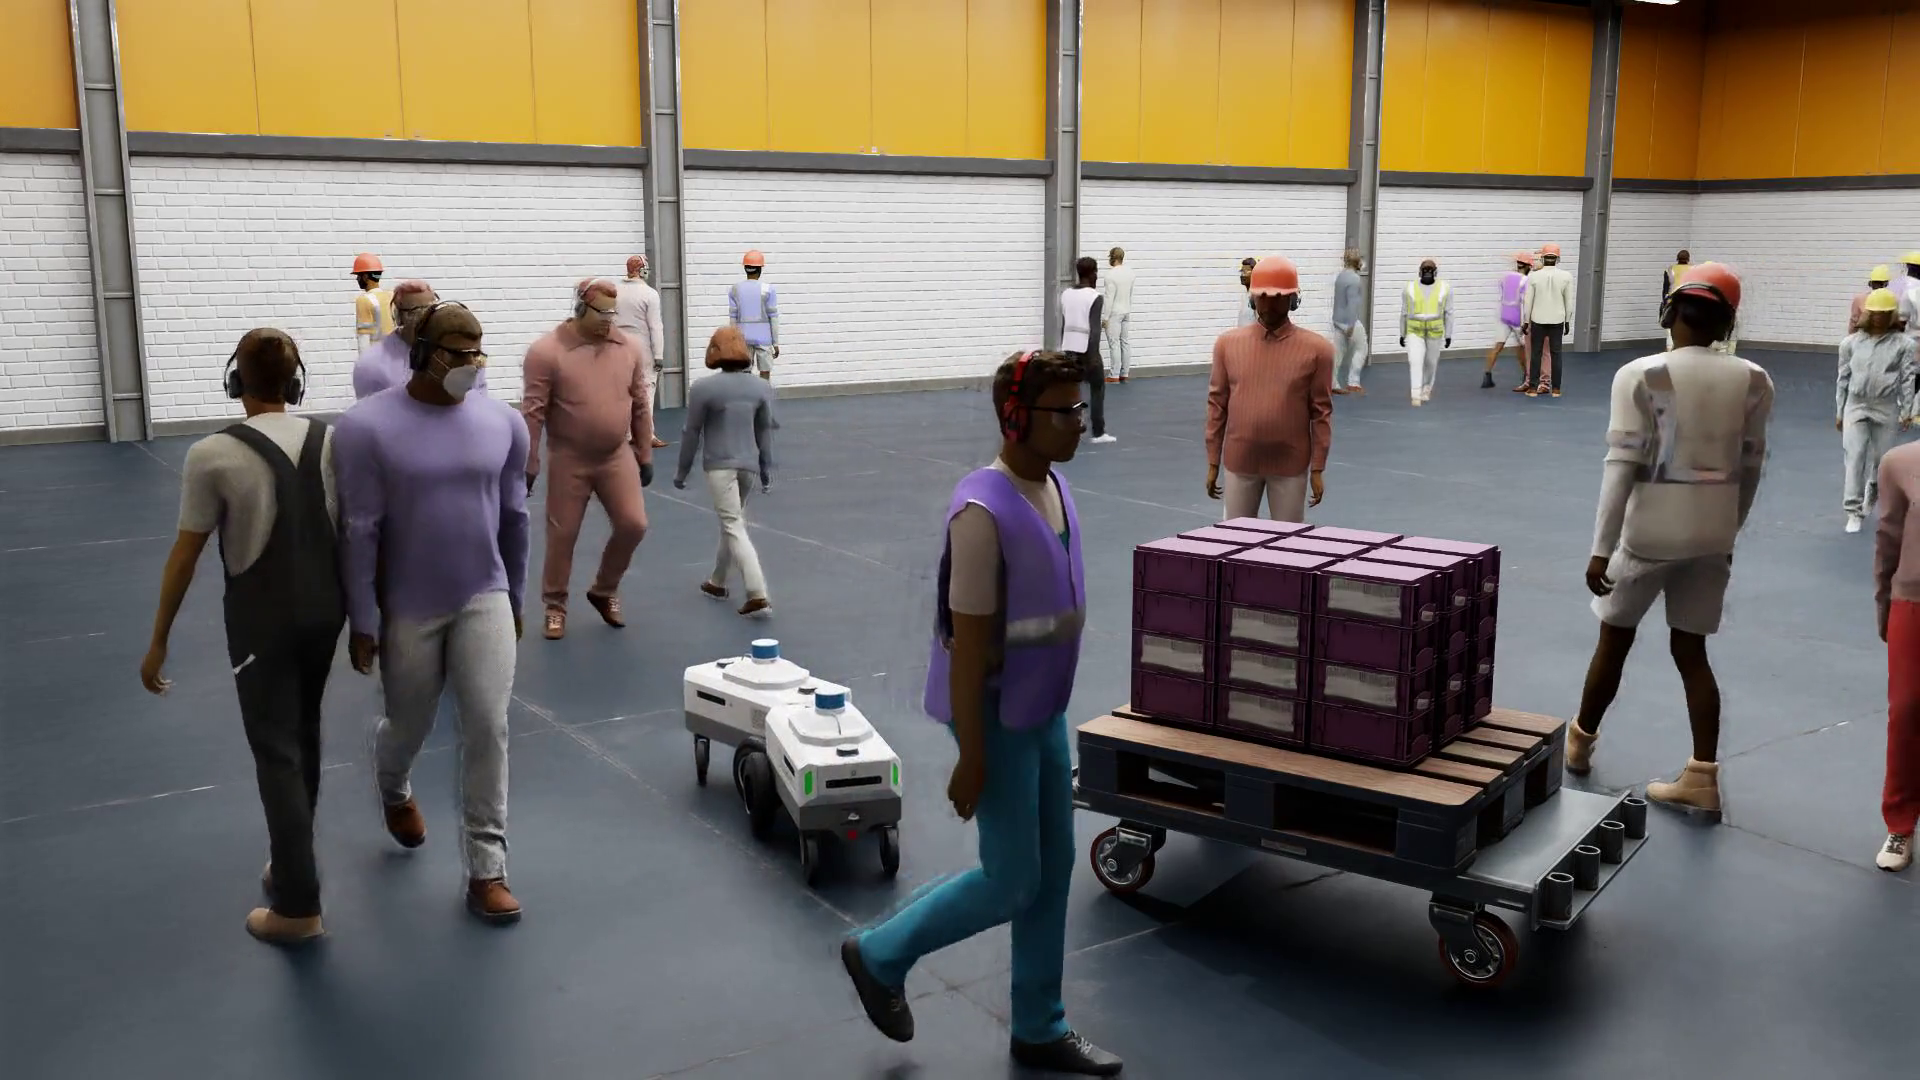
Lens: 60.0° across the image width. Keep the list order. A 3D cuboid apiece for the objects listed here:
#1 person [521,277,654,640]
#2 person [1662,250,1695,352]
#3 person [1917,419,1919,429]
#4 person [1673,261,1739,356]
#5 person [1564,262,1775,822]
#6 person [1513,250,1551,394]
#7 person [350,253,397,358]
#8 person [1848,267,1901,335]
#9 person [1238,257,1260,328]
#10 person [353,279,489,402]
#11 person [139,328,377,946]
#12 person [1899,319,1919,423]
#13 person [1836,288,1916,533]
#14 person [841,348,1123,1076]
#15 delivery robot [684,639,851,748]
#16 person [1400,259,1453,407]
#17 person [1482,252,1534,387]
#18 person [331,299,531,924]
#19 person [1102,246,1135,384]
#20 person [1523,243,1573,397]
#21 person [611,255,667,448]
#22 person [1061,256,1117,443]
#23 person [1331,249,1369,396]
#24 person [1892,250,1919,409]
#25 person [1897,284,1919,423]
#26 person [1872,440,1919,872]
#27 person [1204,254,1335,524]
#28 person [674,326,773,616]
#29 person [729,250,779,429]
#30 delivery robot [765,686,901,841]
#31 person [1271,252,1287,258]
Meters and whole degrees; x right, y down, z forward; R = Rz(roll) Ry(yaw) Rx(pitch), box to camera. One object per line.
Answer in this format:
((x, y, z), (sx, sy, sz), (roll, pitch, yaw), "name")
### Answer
((-1.937, -0.417, 8.628), (0.745, 1.872, 0.501), (-7, 13, -34), "person")
((12.893, -4.258, 29.762), (0.619, 1.845, 0.430), (4, 11, 20), "person")
((10.737, -1.982, 17.775), (0.843, 1.639, 0.546), (3, 11, 17), "person")
((7.449, -1.864, 16.658), (0.588, 1.834, 0.403), (4, 11, 23), "person")
((2.579, -0.014, 6.120), (0.693, 1.978, 0.860), (-1, 10, -7), "person")
((7.681, -2.897, 22.126), (0.408, 1.908, 0.644), (-3, 11, -16), "person")
((-5.250, -1.595, 14.927), (0.382, 1.933, 0.542), (2, 10, 10), "person")
((10.433, -2.245, 19.014), (0.549, 1.722, 0.885), (8, 13, 37), "person")
((2.849, -1.840, 16.416), (0.328, 1.877, 0.515), (-1, 10, -8), "person")
((-2.619, -0.337, 8.158), (0.652, 1.881, 0.735), (-7, 13, -36), "person")
((-2.111, 0.282, 4.996), (0.728, 1.805, 0.642), (8, 13, 38), "person")
((10.821, -2.228, 18.642), (0.626, 1.842, 0.429), (-4, 11, -22), "person")
((6.508, -0.933, 11.865), (0.494, 1.724, 0.657), (5, 12, 26), "person")
((0.076, 0.436, 4.091), (0.618, 1.826, 0.564), (4, 11, 22), "person")
((-0.735, 0.619, 6.297), (0.477, 0.478, 0.707), (-10, 14, -43), "delivery robot")
((5.796, -2.581, 20.695), (0.635, 1.816, 0.910), (3, 11, 13), "person")
((7.657, -3.036, 23.005), (1.031, 1.867, 0.610), (-6, 12, -29), "person")
((-1.660, 0.187, 5.267), (0.629, 1.895, 0.924), (-7, 13, -35), "person")
((2.213, -3.168, 23.522), (0.373, 1.940, 0.630), (8, 13, 39), "person")
((7.652, -2.859, 21.672), (0.608, 1.995, 0.377), (2, 11, 11), "person")
((-3.164, -1.853, 16.426), (0.644, 1.903, 0.401), (6, 12, 30), "person")
((1.171, -1.887, 16.658), (0.868, 1.892, 0.597), (-7, 13, -35), "person")
((5.112, -2.821, 21.689), (0.642, 1.918, 0.651), (-2, 11, -11), "person")
((11.374, -2.509, 19.963), (0.421, 1.910, 0.601), (1, 10, 4), "person")
((10.597, -2.184, 18.225), (0.618, 1.915, 1.019), (6, 12, 30), "person")
((3.353, 0.200, 5.603), (0.520, 1.737, 0.775), (8, 13, 36), "person")
((1.479, -0.372, 8.042), (0.610, 1.993, 0.380), (4, 11, 19), "person")
((-1.278, -0.391, 9.246), (0.512, 1.589, 0.849), (-9, 14, -40), "person")
((-2.211, -2.153, 17.956), (0.545, 1.939, 0.354), (1, 10, 8), "person")
((-0.437, 0.741, 5.630), (0.477, 0.478, 0.707), (-3, 11, -16), "delivery robot")
((3.454, -2.252, 18.585), (0.465, 1.912, 0.585), (-3, 11, -14), "person")
